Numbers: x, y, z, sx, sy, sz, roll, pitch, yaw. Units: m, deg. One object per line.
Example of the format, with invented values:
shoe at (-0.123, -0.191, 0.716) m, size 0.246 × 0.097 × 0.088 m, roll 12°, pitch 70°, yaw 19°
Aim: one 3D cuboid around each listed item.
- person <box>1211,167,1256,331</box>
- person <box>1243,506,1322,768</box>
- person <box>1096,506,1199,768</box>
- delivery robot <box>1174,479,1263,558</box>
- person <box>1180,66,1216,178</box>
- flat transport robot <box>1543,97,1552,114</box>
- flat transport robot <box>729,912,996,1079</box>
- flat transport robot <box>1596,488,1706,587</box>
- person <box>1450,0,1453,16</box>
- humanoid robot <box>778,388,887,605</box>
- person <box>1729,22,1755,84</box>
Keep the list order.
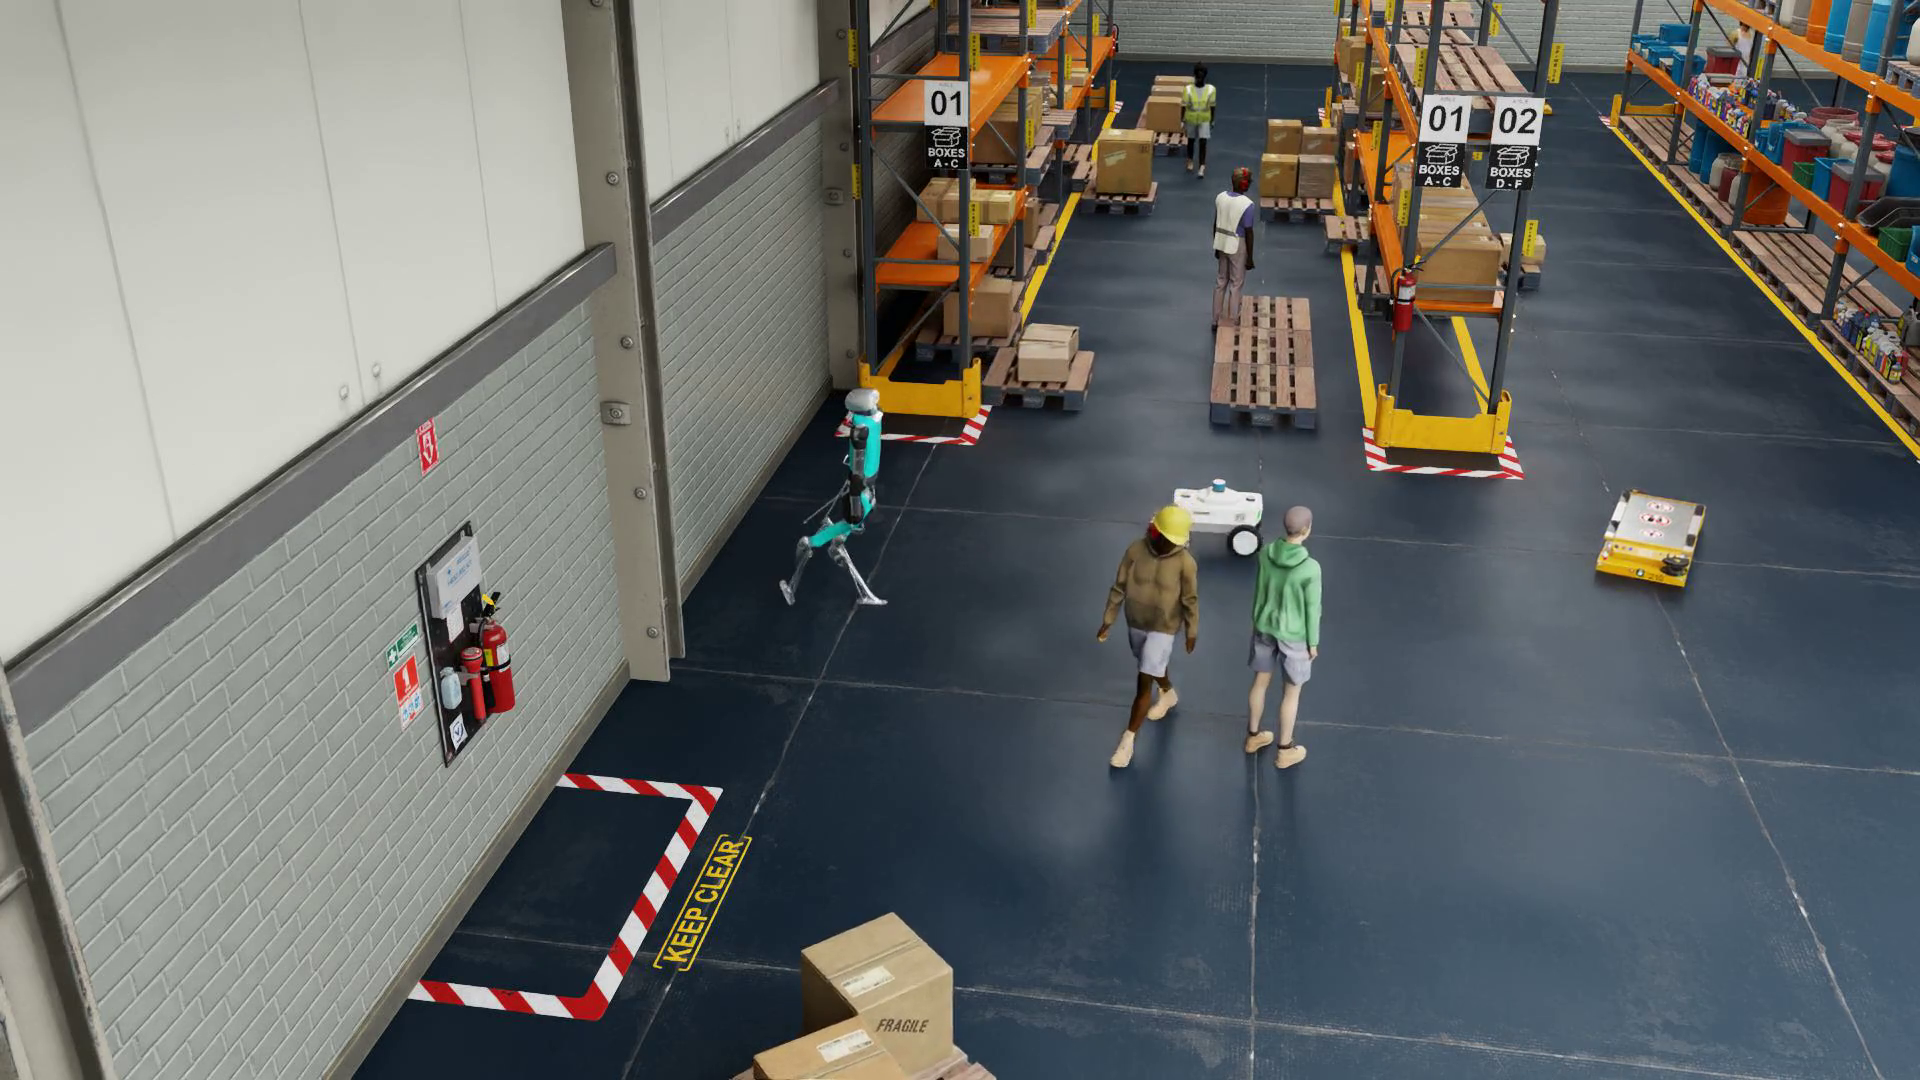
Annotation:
person at (2.989, -3.164, 18.266) m, size 0.375 × 1.843 × 0.566 m, roll -16°, pitch 29°, yaw -30°
person at (2.006, 0.601, 10.343) m, size 0.469 × 1.733 × 0.323 m, roll 21°, pitch 32°, yaw 37°
person at (1.226, 0.521, 10.553) m, size 0.554 × 1.695 × 0.937 m, roll 16°, pitch 29°, yaw 30°
delivery robot at (2.097, -0.189, 13.444) m, size 0.812 × 0.611 × 0.499 m, roll 3°, pitch 25°, yaw 7°
person at (3.636, -6.436, 25.498) m, size 0.545 × 1.647 × 0.883 m, roll 3°, pitch 25°, yaw 6°
flat transport robot at (10.018, -7.941, 30.353) m, size 1.431 × 0.231 × 0.659 m, roll 4°, pitch 25°, yaw 9°
flat transport robot at (-0.444, 2.786, 7.395) m, size 0.659 × 0.231 × 1.431 m, roll -19°, pitch 31°, yaw -35°
flat transport robot at (5.598, -0.036, 13.434) m, size 0.659 × 0.231 × 1.431 m, roll 13°, pitch 28°, yaw 25°
person at (9.241, -9.446, 31.819) m, size 0.368 × 1.750 × 0.552 m, roll -10°, pitch 27°, yaw -21°
humanoid robot at (-1.013, -0.293, 12.262) m, size 0.936 × 1.771 × 0.548 m, roll 4°, pitch 25°, yaw 9°
person at (13.842, -8.384, 29.429) m, size 0.577 × 1.847 × 0.514 m, roll -4°, pitch 25°, yaw -8°
